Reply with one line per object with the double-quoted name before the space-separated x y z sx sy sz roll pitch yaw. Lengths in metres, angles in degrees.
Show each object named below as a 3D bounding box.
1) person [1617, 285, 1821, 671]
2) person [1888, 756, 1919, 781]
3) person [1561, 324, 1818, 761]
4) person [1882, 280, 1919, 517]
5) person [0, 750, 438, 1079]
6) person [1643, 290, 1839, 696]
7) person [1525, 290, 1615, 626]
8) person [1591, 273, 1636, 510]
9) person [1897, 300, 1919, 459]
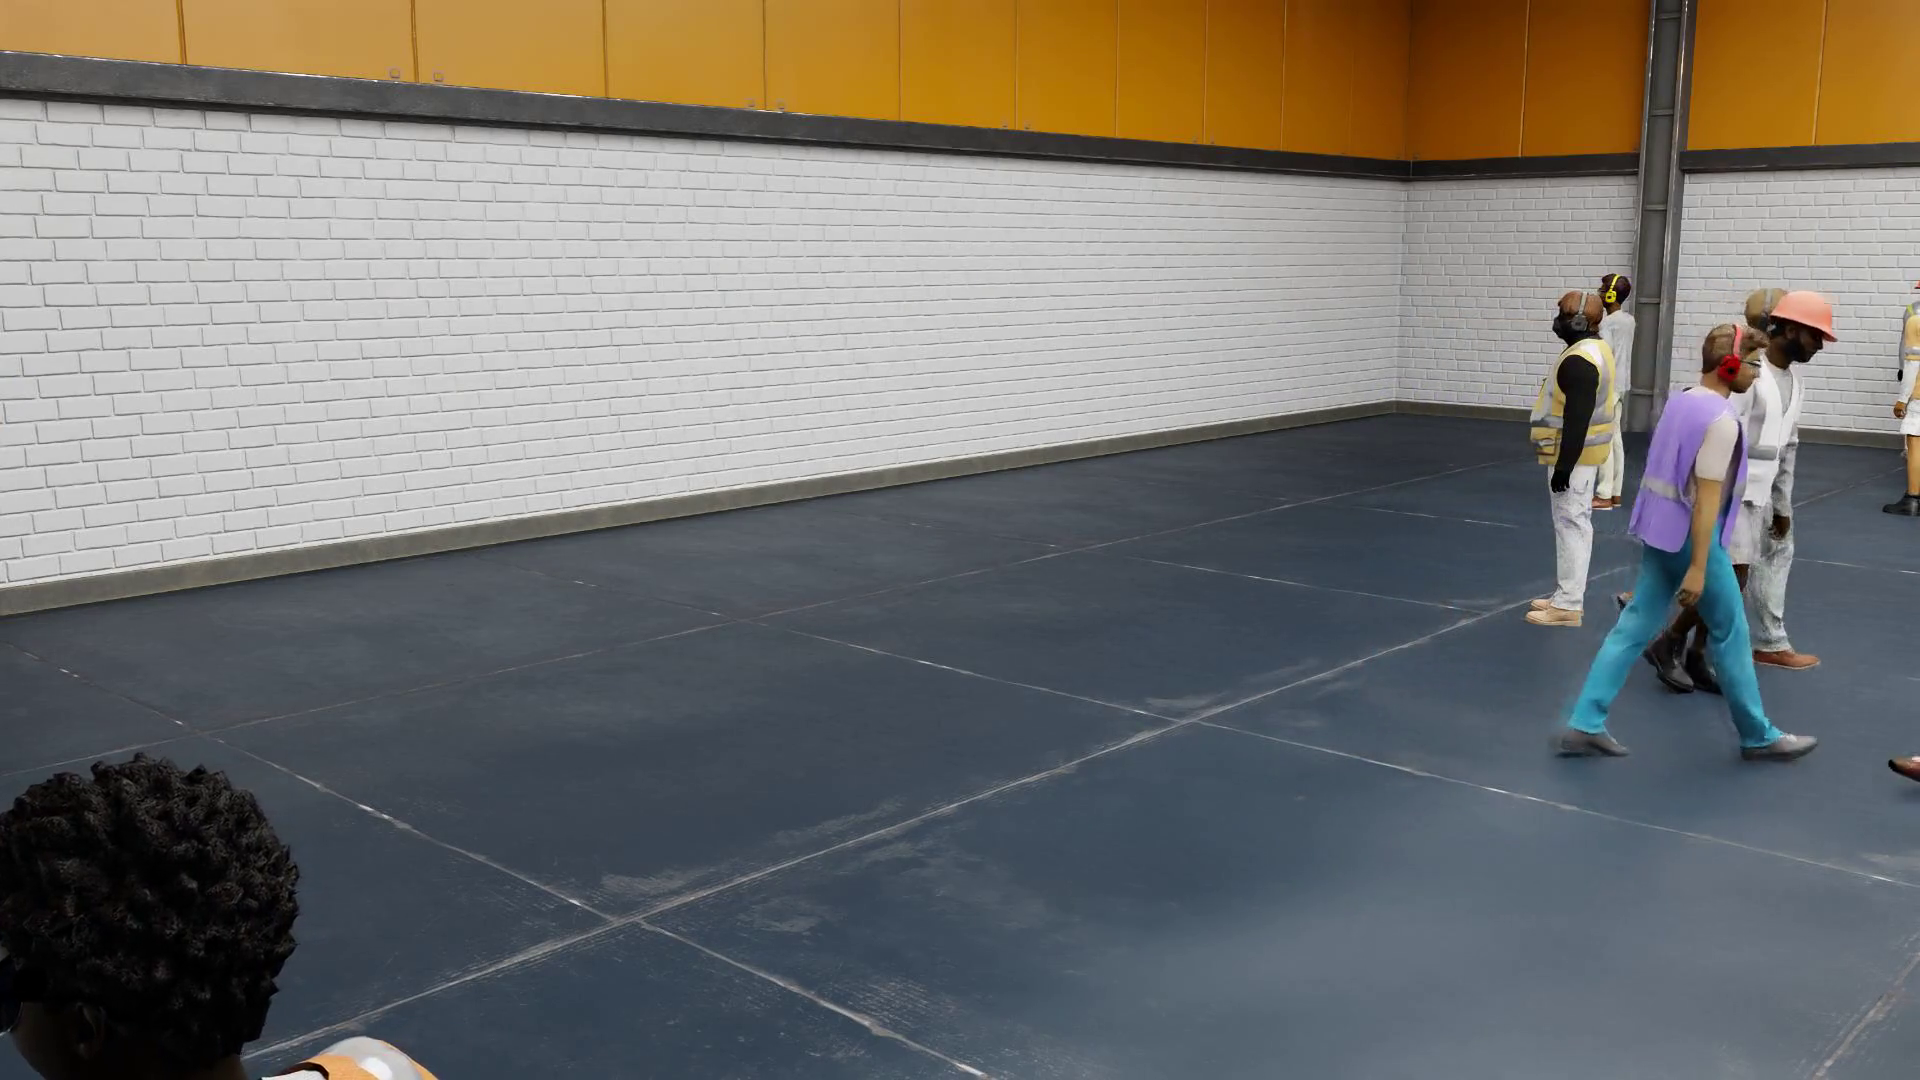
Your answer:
"person" 3.819 -0.312 8.254 0.867 1.906 0.628 3 10 17
"person" 3.983 0.072 6.123 0.804 1.873 0.675 -2 10 -12
"person" 2.936 0.032 6.664 1.004 1.788 0.579 0 10 -3
"person" 7.495 -1.147 12.904 0.545 1.938 0.355 -3 10 -18
"person" -0.587 1.002 1.373 0.317 1.693 0.536 3 10 18
"person" 3.607 -0.191 7.616 0.591 1.885 0.596 -7 12 -36
"person" 3.367 -0.448 9.193 0.429 1.846 0.626 5 11 25
"person" 5.152 -1.176 13.249 0.328 1.877 0.513 9 13 41
"person" 9.558 -1.700 16.335 0.634 1.839 0.429 4 11 21
